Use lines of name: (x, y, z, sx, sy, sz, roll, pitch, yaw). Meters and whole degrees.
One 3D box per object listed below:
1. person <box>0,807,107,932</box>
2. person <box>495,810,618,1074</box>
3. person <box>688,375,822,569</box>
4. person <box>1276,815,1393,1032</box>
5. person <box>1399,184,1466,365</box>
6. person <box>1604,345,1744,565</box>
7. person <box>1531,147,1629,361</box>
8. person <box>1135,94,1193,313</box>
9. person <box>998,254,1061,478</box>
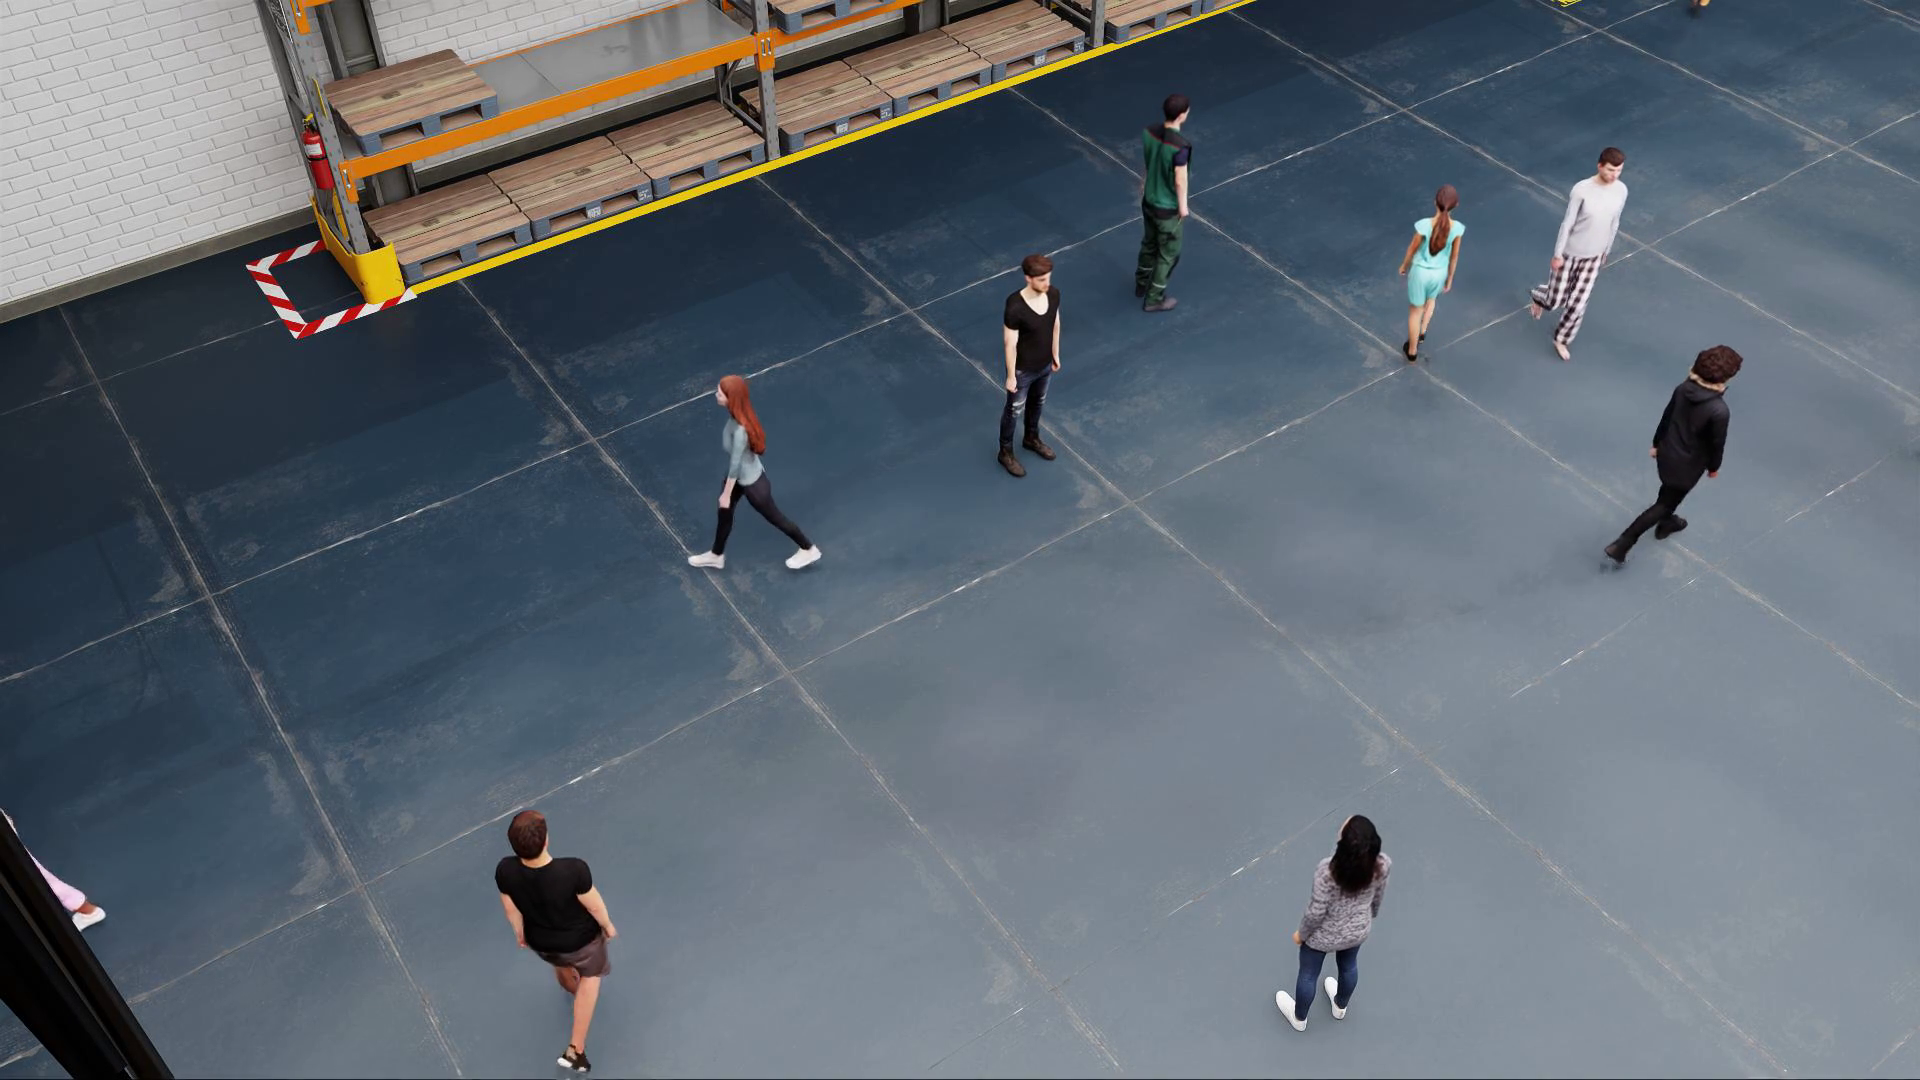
person: (-5.243, 1.677, 9.241, 1.031, 1.711, 0.673, -21, 48, -21)
person: (-2.102, 2.103, 8.695, 1.086, 1.847, 1.111, 3, 44, 3)
person: (-1.368, -0.390, 11.420, 1.237, 1.697, 0.942, -5, 44, -5)
person: (2.001, 2.041, 8.843, 0.570, 1.732, 0.739, -11, 45, -12)
person: (3.759, -2.089, 13.317, 0.805, 1.541, 0.837, -1, 44, -1)
person: (4.964, -0.545, 11.544, 1.165, 1.751, 0.778, -15, 46, -15)
person: (4.966, -2.364, 13.394, 0.935, 1.834, 0.938, -3, 44, -3)
person: (1.678, -2.793, 13.805, 0.649, 1.886, 0.731, -23, 48, -22)
person: (0.501, -1.318, 12.253, 0.508, 1.892, 0.727, -30, 51, -28)
